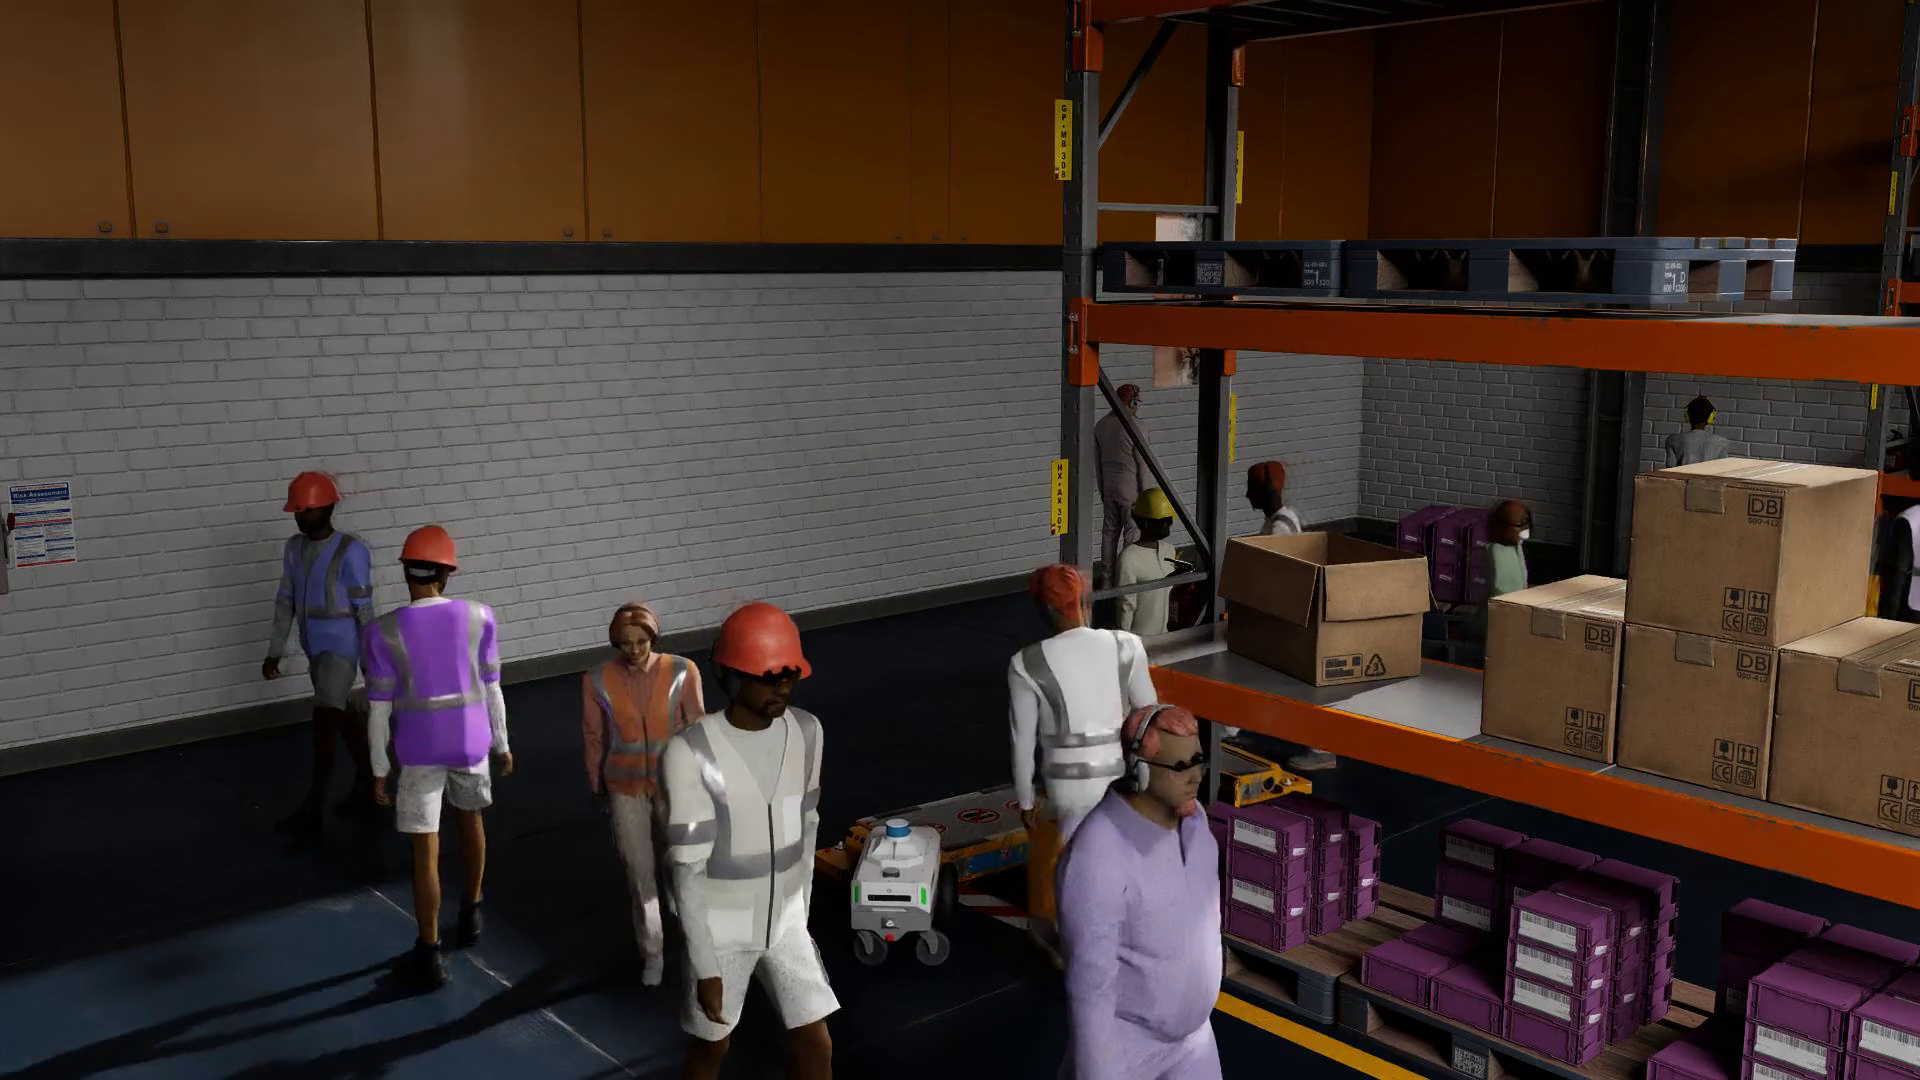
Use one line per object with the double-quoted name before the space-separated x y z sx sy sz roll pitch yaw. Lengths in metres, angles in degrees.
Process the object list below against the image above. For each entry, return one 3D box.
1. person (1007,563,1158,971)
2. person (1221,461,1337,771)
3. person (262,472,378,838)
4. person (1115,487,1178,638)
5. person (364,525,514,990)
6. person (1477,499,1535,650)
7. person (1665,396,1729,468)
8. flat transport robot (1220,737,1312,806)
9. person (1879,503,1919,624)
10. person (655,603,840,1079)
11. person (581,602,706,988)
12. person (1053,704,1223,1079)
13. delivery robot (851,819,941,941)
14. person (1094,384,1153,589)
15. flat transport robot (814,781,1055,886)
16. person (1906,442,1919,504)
"person" 0.505 0.995 6.695 0.649 1.818 0.960 -3 10 -17
"person" 1.798 0.452 9.809 0.976 1.832 0.611 2 10 9
"person" -3.440 0.592 8.799 0.574 1.897 0.885 6 11 31
"person" 1.058 0.578 9.296 0.328 1.767 0.530 8 13 39
"person" -2.206 0.885 7.122 0.622 1.883 0.803 -5 11 -27
"person" 3.257 0.552 9.901 0.349 1.615 0.507 7 12 36
"person" 6.172 -0.278 14.012 0.532 1.868 0.310 3 10 18
"flat transport robot" 1.186 1.344 9.187 1.431 0.197 0.652 -6 11 -30
"person" 5.655 0.440 9.737 0.615 1.891 0.504 -3 10 -19
"person" -0.573 1.191 5.010 0.615 2.006 0.924 -8 13 -39
"person" -1.319 1.022 7.105 0.551 1.615 0.644 -2 10 -10
"person" 0.489 1.345 4.566 1.016 1.859 0.671 8 13 39
"delivery robot" -0.274 1.473 7.323 0.477 0.478 0.707 1 10 4
"person" 1.495 -0.449 14.914 0.409 1.904 0.640 -8 13 -41
"flat transport robot" 0.032 1.490 8.327 1.431 0.197 0.652 -7 12 -36
"person" 6.516 0.239 11.191 0.993 1.813 0.538 8 12 39
